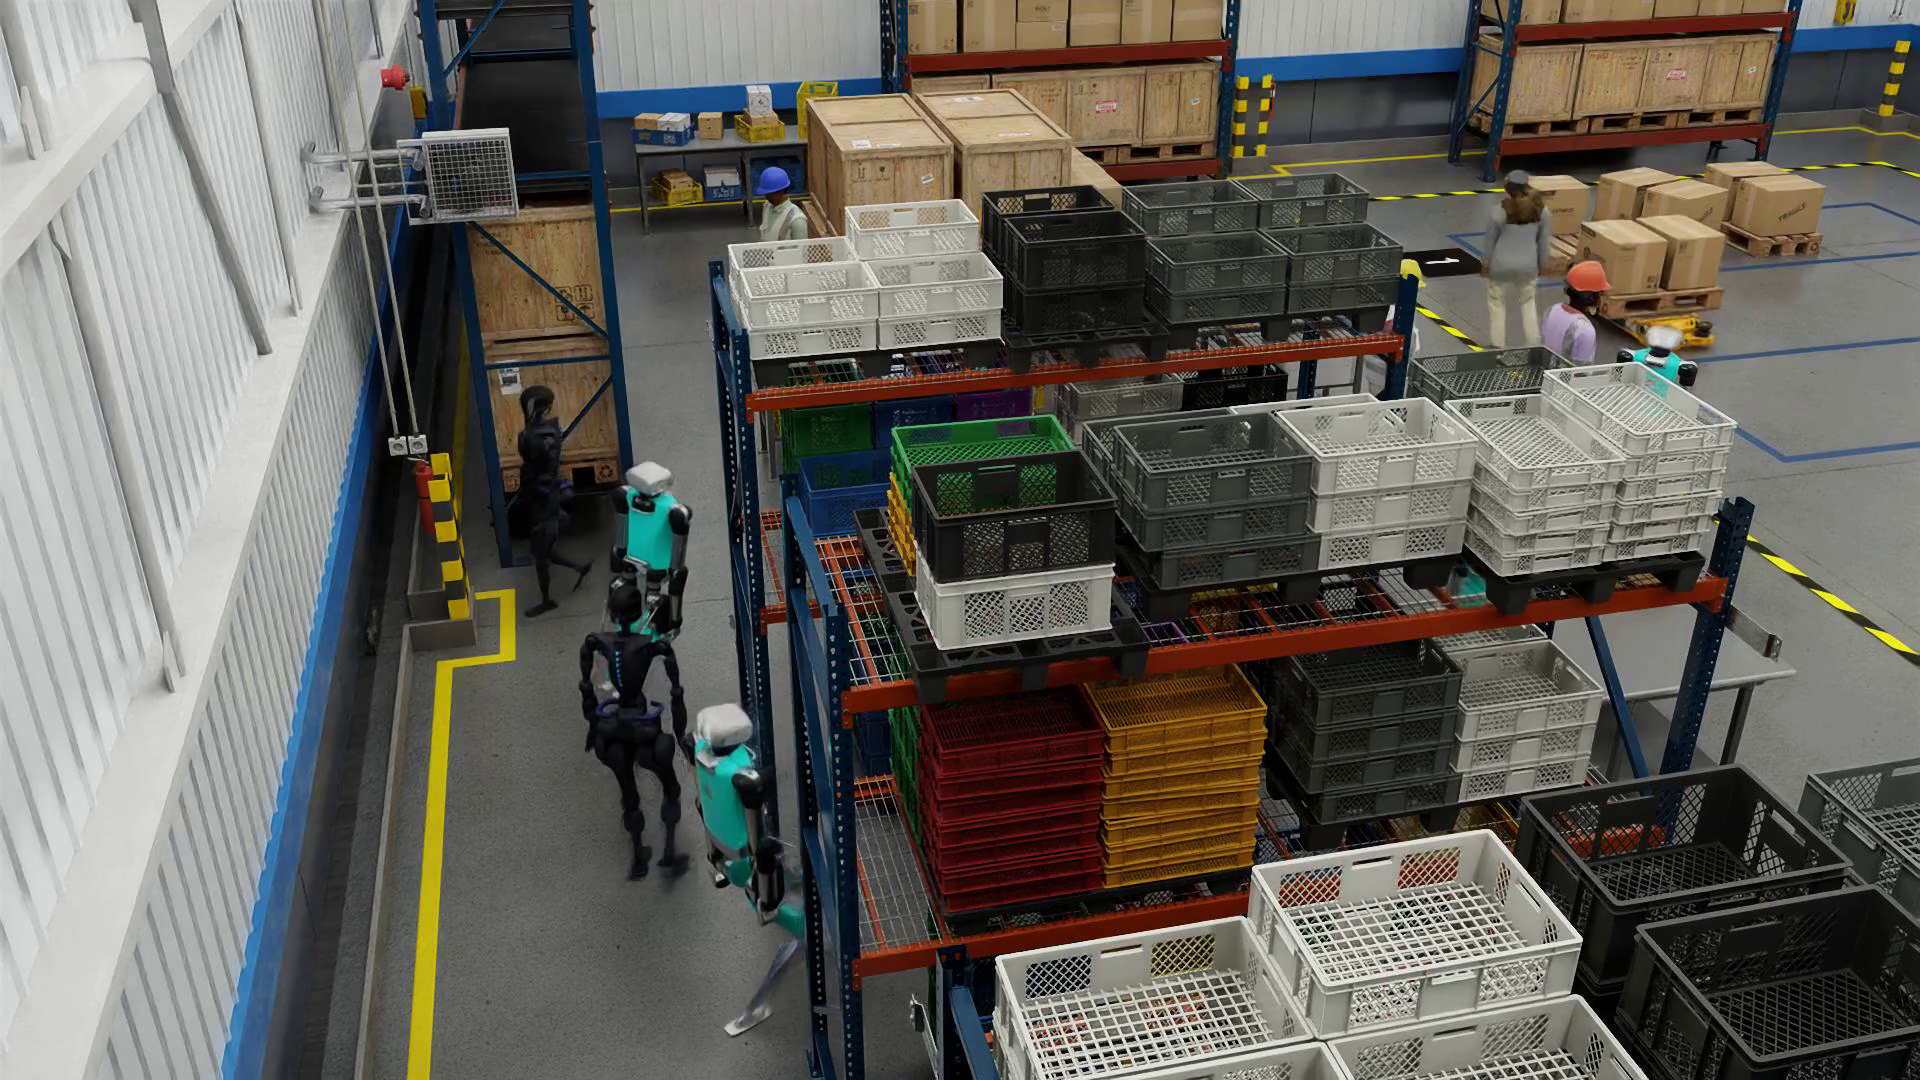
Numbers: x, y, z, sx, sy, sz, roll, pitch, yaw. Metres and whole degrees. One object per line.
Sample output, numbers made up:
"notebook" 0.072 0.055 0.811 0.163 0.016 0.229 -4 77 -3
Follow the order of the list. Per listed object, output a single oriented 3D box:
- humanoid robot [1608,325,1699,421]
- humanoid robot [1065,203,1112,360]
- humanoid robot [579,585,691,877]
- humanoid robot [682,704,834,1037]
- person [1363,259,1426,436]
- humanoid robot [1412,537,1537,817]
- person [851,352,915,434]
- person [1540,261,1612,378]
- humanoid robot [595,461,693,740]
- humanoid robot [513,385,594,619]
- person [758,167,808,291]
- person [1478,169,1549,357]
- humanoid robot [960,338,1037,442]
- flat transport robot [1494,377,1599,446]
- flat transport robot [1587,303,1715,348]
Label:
"humanoid robot" 4.880 -0.778 11.809 0.533 1.673 0.735 16 32 28
"humanoid robot" 1.100 -2.186 14.727 0.811 1.624 0.588 -3 28 -6
"humanoid robot" -1.691 1.003 8.642 0.601 1.644 0.380 4 28 8
"humanoid robot" -0.769 1.441 7.763 0.916 1.784 0.543 -22 35 -35
"person" 3.303 -1.276 12.796 0.404 1.827 0.590 2 28 4
"humanoid robot" 2.673 0.771 8.992 0.983 1.735 0.541 -17 32 -29
"person" -0.551 -0.782 11.797 0.337 1.882 0.583 25 37 39
"person" 4.412 -1.049 12.137 0.373 2.044 0.604 -5 28 -9
"humanoid robot" -1.904 0.501 9.590 0.562 1.839 0.778 16 32 27
"humanoid robot" -2.735 -0.263 11.059 0.554 1.642 0.602 -16 32 -28
"person" -1.564 -2.347 14.711 0.399 1.937 0.603 -20 34 -34
"person" 5.084 -2.539 15.299 0.624 1.735 0.457 0 28 -1
"humanoid robot" 0.301 -0.504 11.319 0.534 1.695 0.730 -4 28 -8
"flat transport robot" 4.780 -1.036 14.013 0.659 0.231 1.431 -6 28 -12
"flat transport robot" 6.645 -2.221 16.231 0.652 0.197 1.431 -6 28 -12
